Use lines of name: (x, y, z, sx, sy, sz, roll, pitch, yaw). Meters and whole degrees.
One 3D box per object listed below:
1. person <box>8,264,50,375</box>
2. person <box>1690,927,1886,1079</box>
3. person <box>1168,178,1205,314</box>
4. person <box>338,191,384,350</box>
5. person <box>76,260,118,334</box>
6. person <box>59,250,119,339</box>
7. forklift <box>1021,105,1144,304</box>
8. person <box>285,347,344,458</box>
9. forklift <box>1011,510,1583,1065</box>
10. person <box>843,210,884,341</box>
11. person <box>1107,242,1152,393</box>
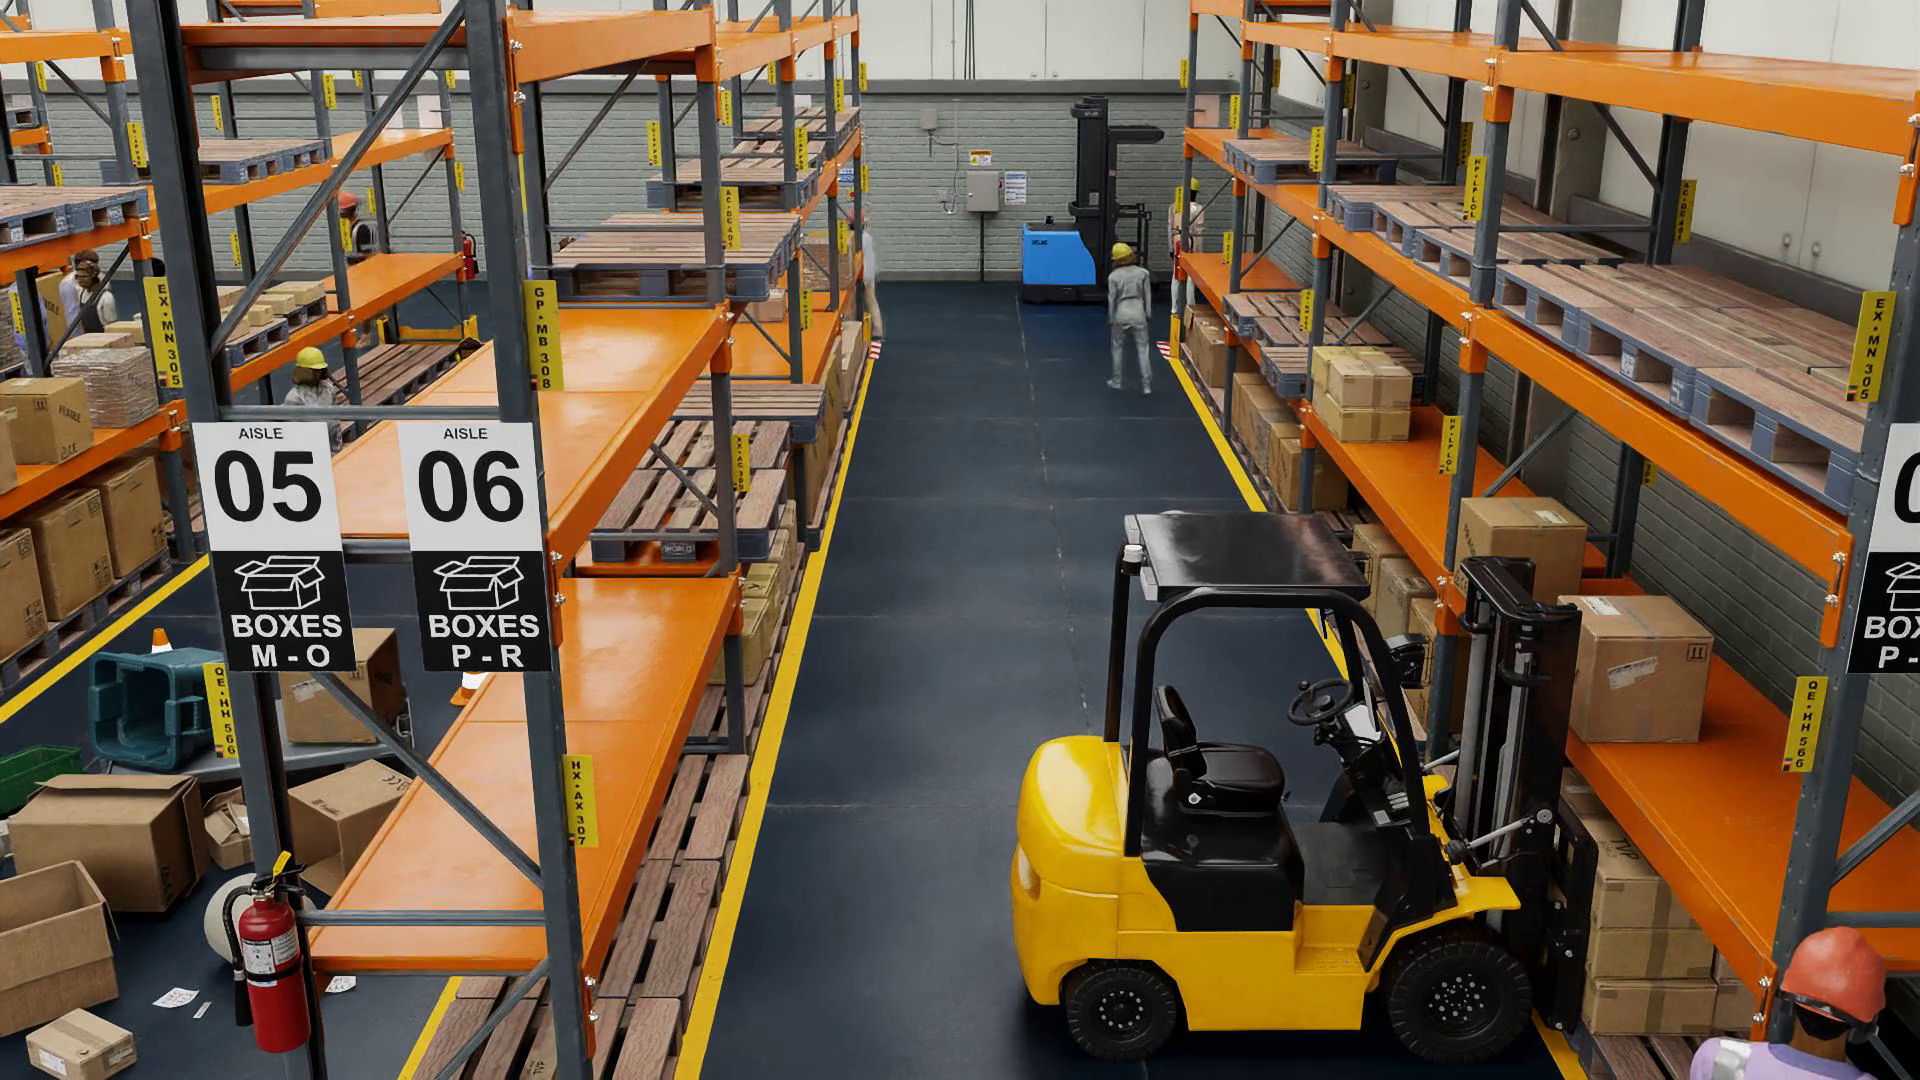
person: (-9.523, -2.044, 17.148, 0.364, 1.939, 0.542, -6, 19, -17)
person: (2.330, 2.015, 4.711, 0.605, 2.044, 0.375, 12, 22, 31)
person: (3.208, -4.132, 23.497, 0.586, 1.917, 0.381, 15, 23, 38)
person: (-7.641, -3.444, 21.245, 0.569, 2.022, 0.634, -16, 24, -40)
person: (-8.780, -1.951, 17.032, 0.508, 1.837, 0.360, 12, 22, 33)
person: (-9.292, -2.217, 17.872, 0.433, 1.823, 0.640, 6, 19, 16)
forklift: (1.857, -4.944, 24.441, 1.873, 2.768, 1.129, 0, 18, 0)
person: (-5.166, -0.707, 13.430, 0.334, 1.734, 0.484, 9, 20, 25)
forklift: (1.387, 1.055, 7.378, 2.313, 2.155, 1.214, 0, 18, 0)
person: (-1.378, -3.439, 21.713, 0.825, 1.706, 0.602, 5, 19, 14)
person: (1.932, -2.534, 19.000, 0.518, 1.698, 0.600, -3, 18, -8)
